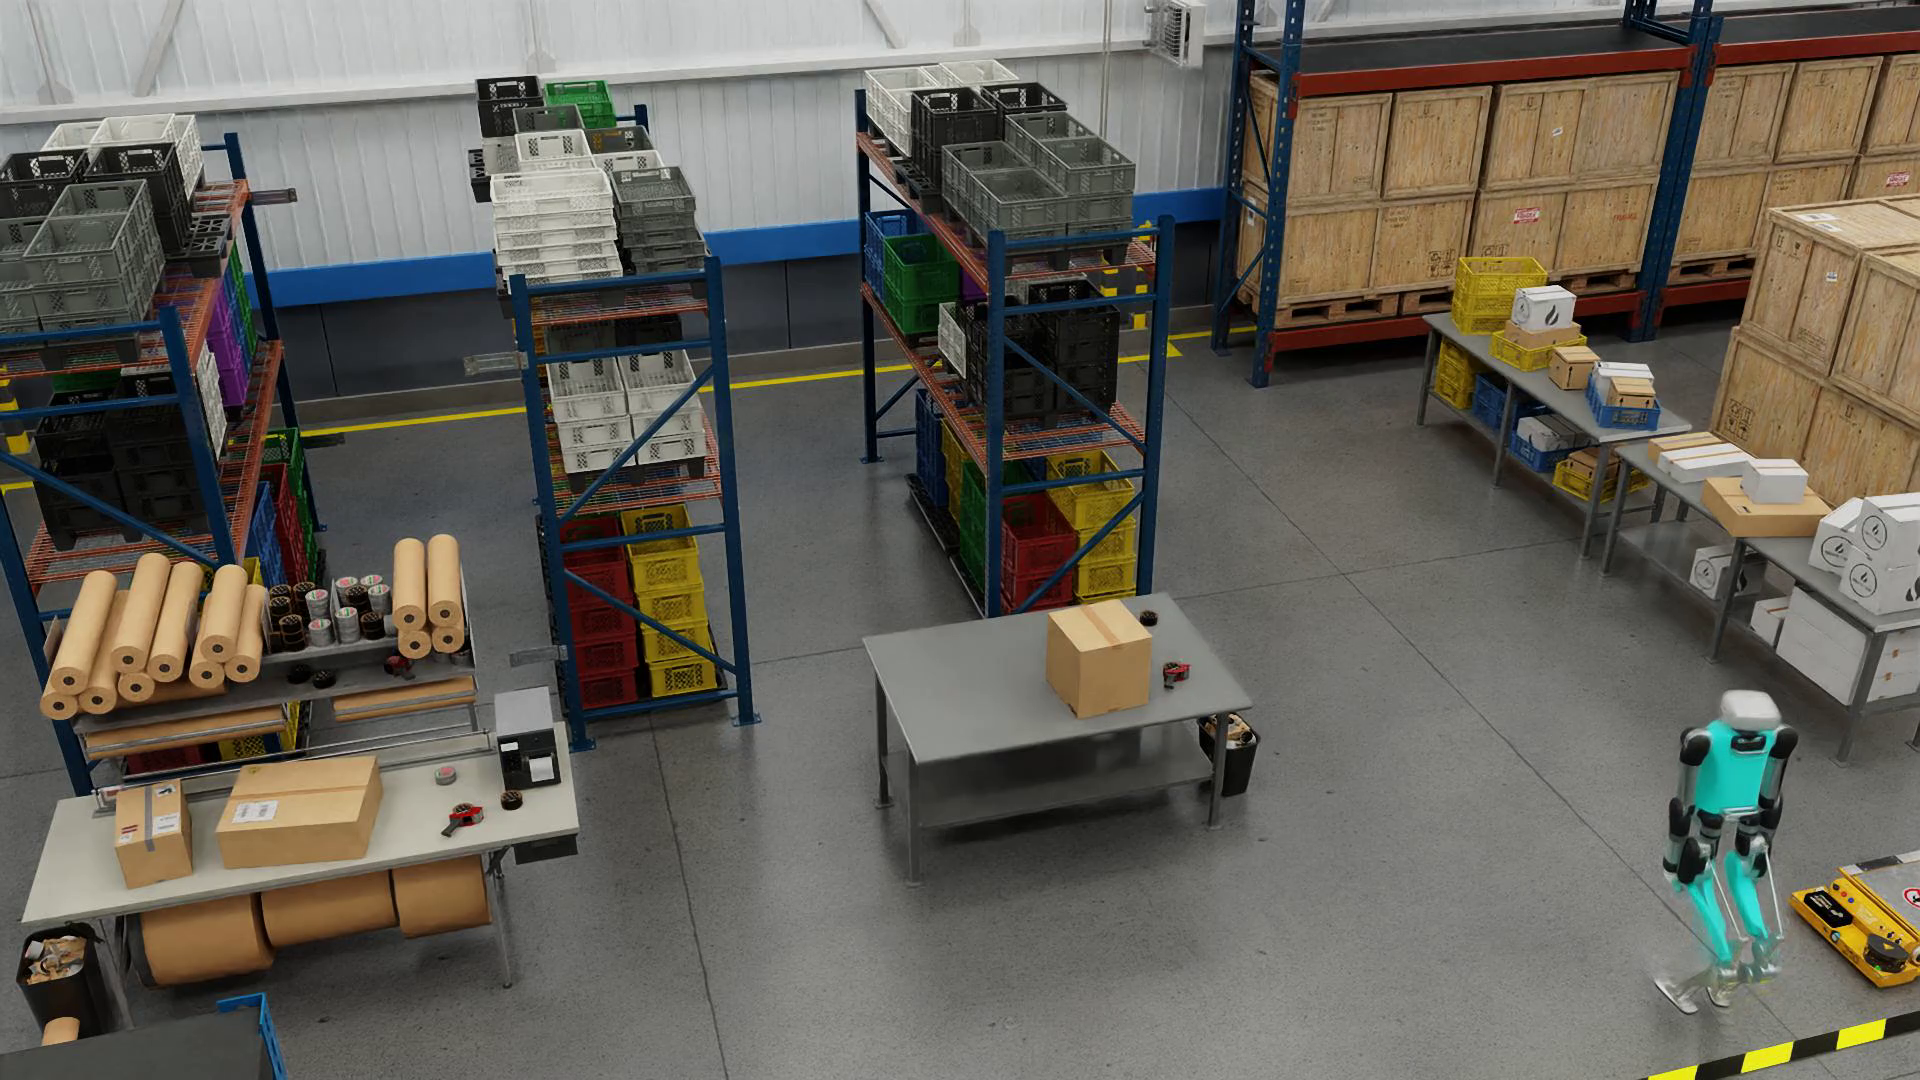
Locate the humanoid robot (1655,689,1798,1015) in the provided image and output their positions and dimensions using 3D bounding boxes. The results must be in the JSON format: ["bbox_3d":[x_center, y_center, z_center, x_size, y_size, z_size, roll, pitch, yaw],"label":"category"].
[{"bbox_3d":[3.596,1.547,7.681,0.533,1.677,0.735,-3,29,-6],"label":"humanoid robot"}]

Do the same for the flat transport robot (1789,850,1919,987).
[{"bbox_3d":[5.163,1.916,8.676,1.431,0.231,0.659,-8,30,-14],"label":"flat transport robot"}]
